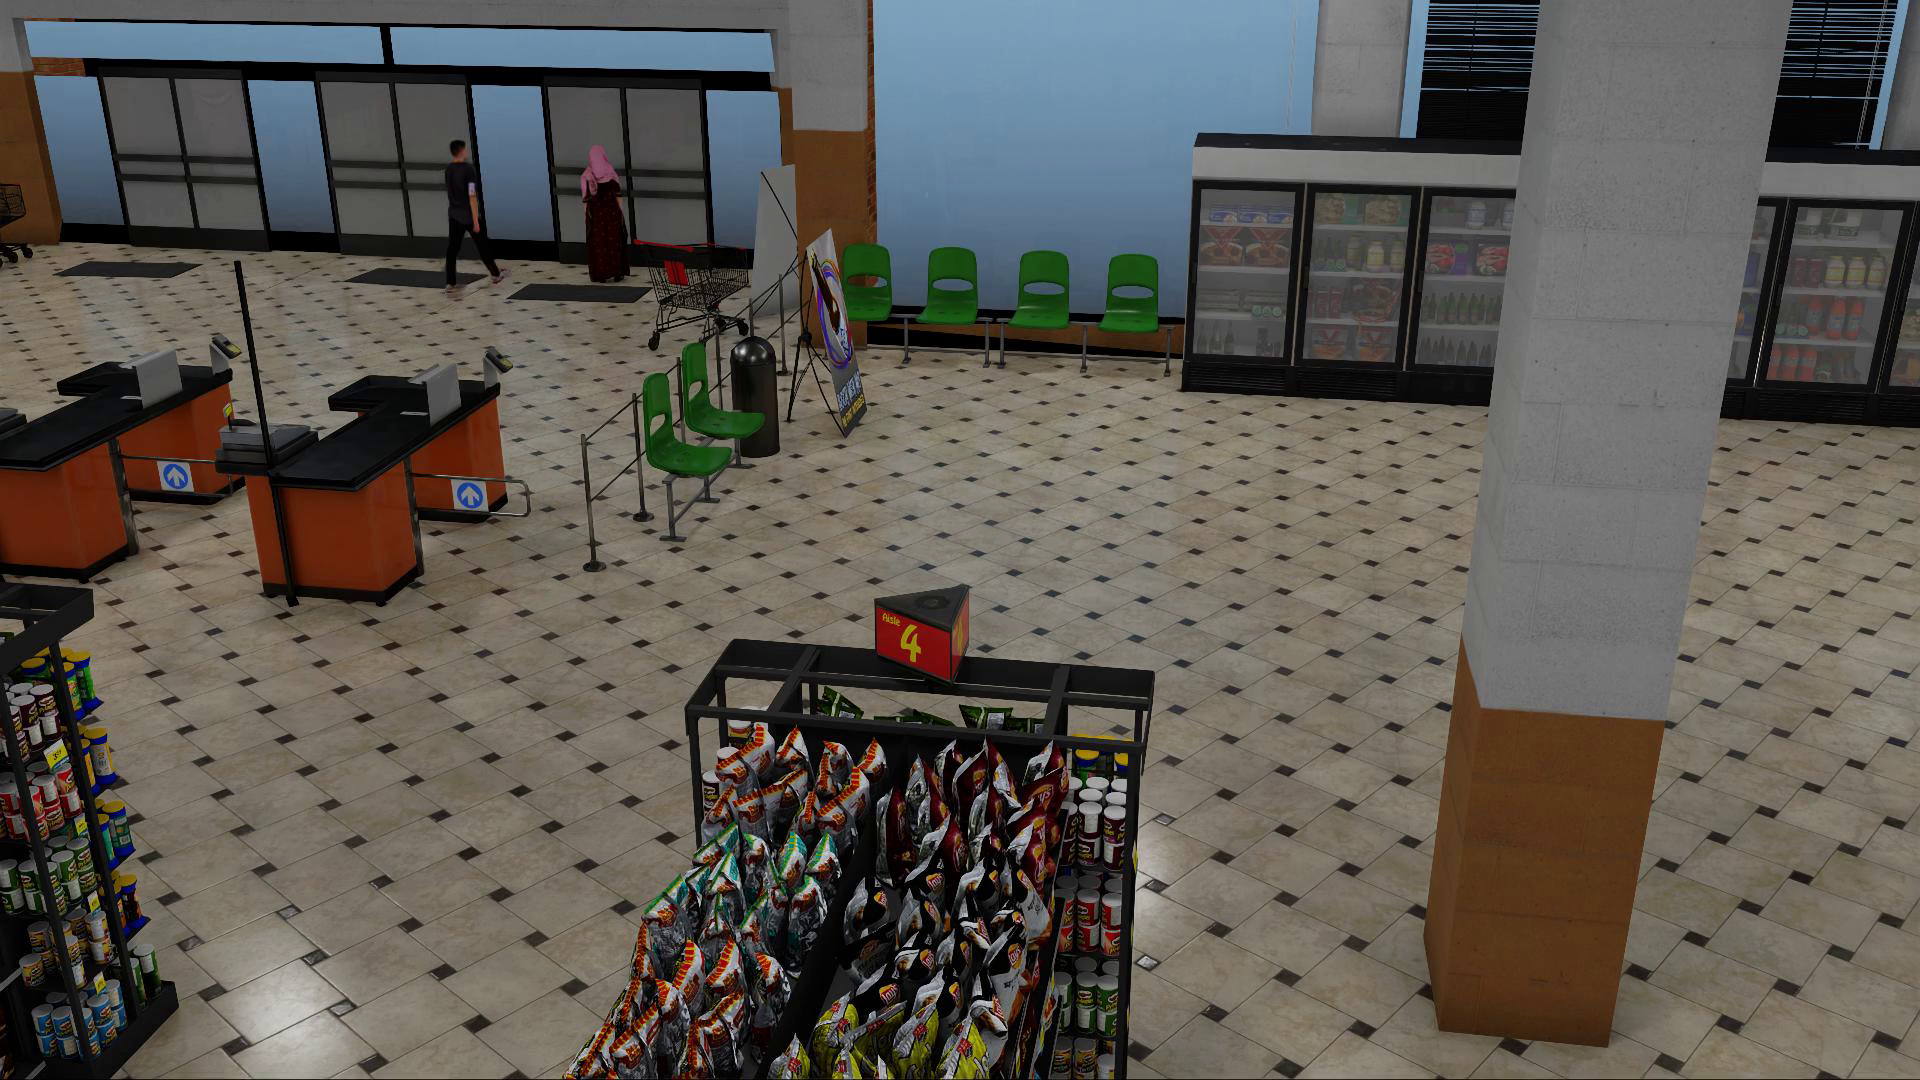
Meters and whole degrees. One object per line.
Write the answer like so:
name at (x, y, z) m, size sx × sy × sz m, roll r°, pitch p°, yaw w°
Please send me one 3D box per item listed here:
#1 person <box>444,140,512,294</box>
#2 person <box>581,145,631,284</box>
person at (-5.797, -3.686, 19.220) m, size 0.931 × 1.711 × 1.232 m, roll 12°, pitch 25°, yaw 28°
person at (-4.249, -3.892, 19.830) m, size 0.735 × 1.638 × 0.711 m, roll -3°, pitch 22°, yaw -8°
